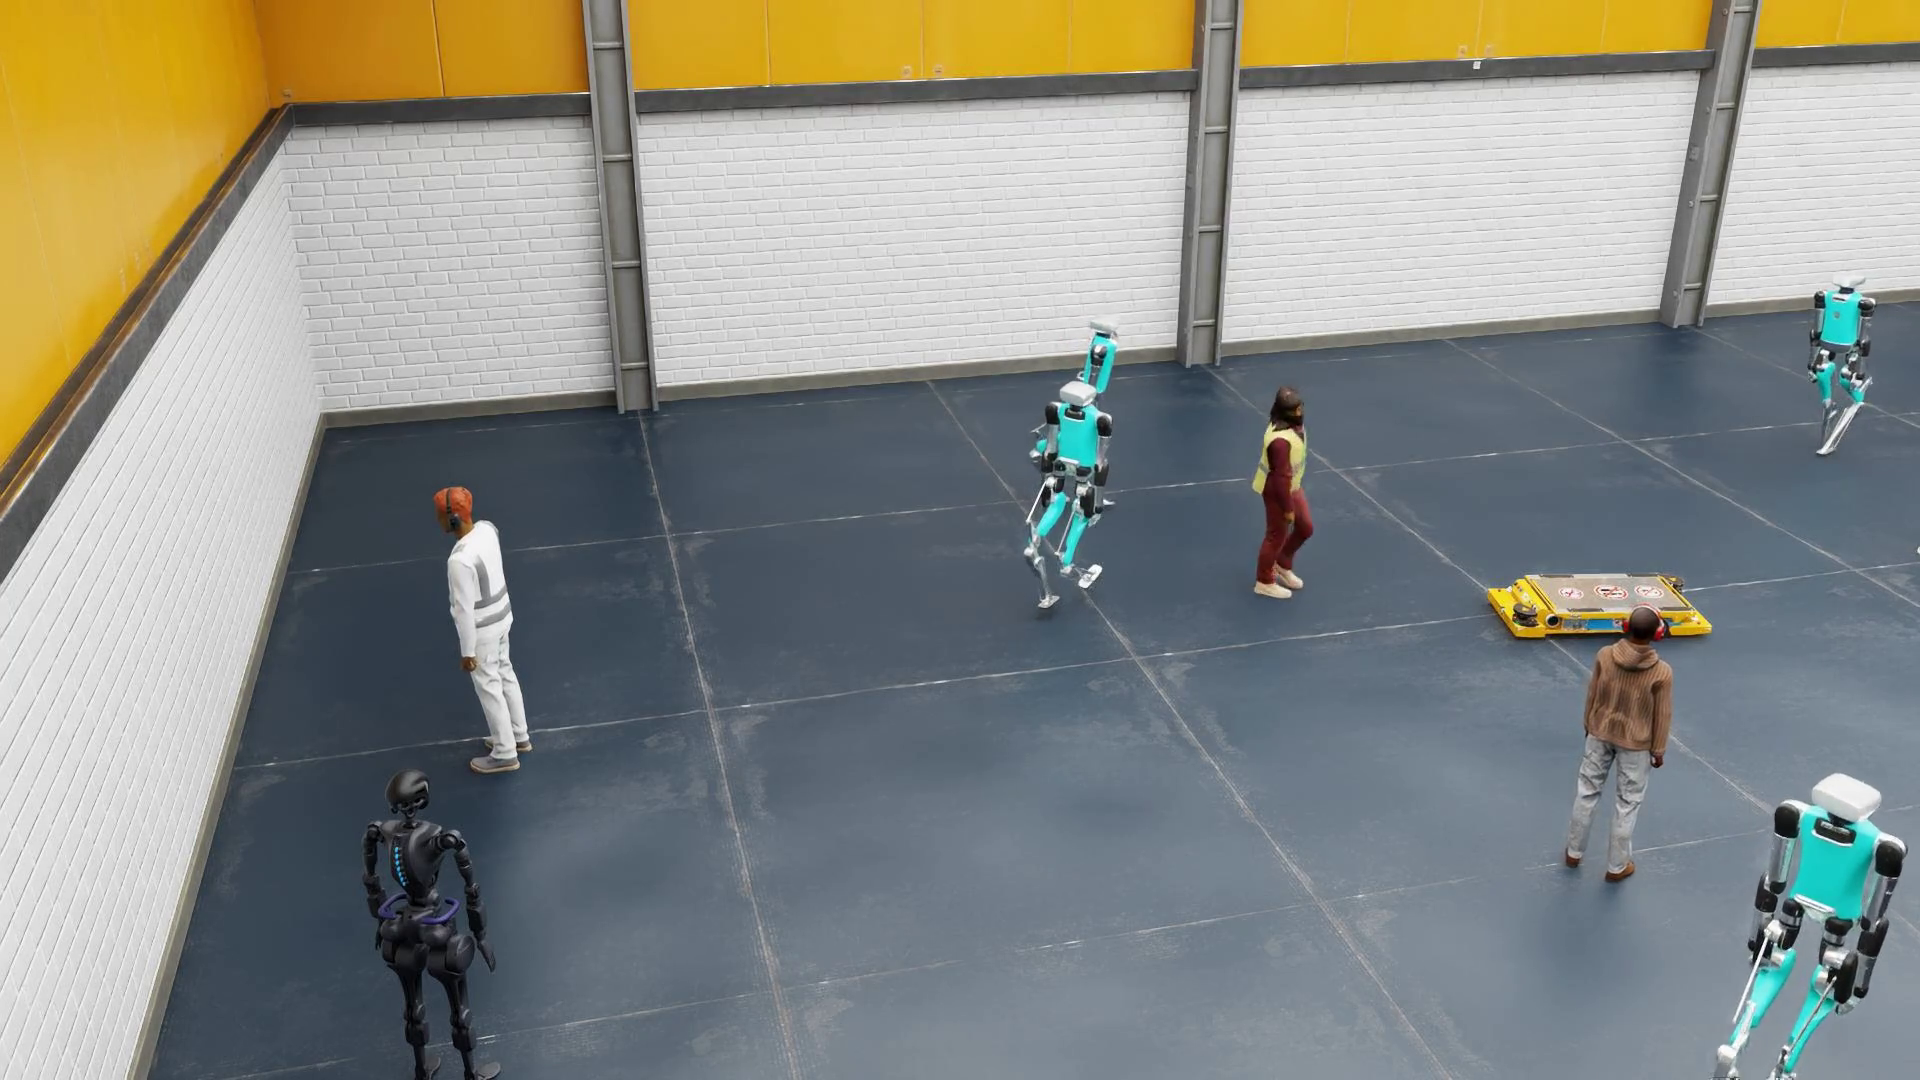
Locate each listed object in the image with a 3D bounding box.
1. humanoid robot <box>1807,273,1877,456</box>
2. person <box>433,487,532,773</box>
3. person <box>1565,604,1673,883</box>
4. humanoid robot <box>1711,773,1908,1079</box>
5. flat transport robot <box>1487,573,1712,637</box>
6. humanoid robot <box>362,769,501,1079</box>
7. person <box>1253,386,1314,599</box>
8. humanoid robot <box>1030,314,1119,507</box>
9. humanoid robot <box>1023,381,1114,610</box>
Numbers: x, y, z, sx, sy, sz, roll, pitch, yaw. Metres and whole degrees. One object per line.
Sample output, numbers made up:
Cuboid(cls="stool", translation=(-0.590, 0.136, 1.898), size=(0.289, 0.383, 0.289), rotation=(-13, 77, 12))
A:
Cuboid(cls="humanoid robot", translation=(8.082, -1.540, 15.179), size=(0.772, 1.895, 0.554), rotation=(-16, 28, -32))
Cuboid(cls="person", translation=(-2.920, 0.545, 10.138), size=(0.362, 1.876, 0.565), rotation=(2, 24, 5))
Cuboid(cls="person", translation=(3.627, 1.110, 9.126), size=(0.466, 1.646, 0.308), rotation=(19, 30, 36))
Cuboid(cls="humanoid robot", translation=(3.517, 1.938, 7.158), size=(0.960, 1.776, 0.554), rotation=(-20, 31, -38))
Cuboid(cls="flat transport robot", translation=(4.702, 0.486, 12.255), size=(1.431, 0.231, 0.659), rotation=(-1, 24, -2))
Cuboid(cls="humanoid robot", translation=(-2.424, 1.780, 7.554), size=(0.599, 1.657, 0.315), rotation=(5, 24, 11))
Cuboid(cls="person", translation=(2.397, -0.342, 12.315), size=(0.431, 1.738, 0.566), rotation=(14, 27, 29))
Cuboid(cls="humanoid robot", translation=(0.902, -1.050, 13.936), size=(0.846, 1.763, 0.543), rotation=(6, 25, 14))
Cuboid(cls="humanoid robot", translation=(0.759, -0.265, 12.124), size=(0.546, 1.739, 0.985), rotation=(14, 27, 28))
